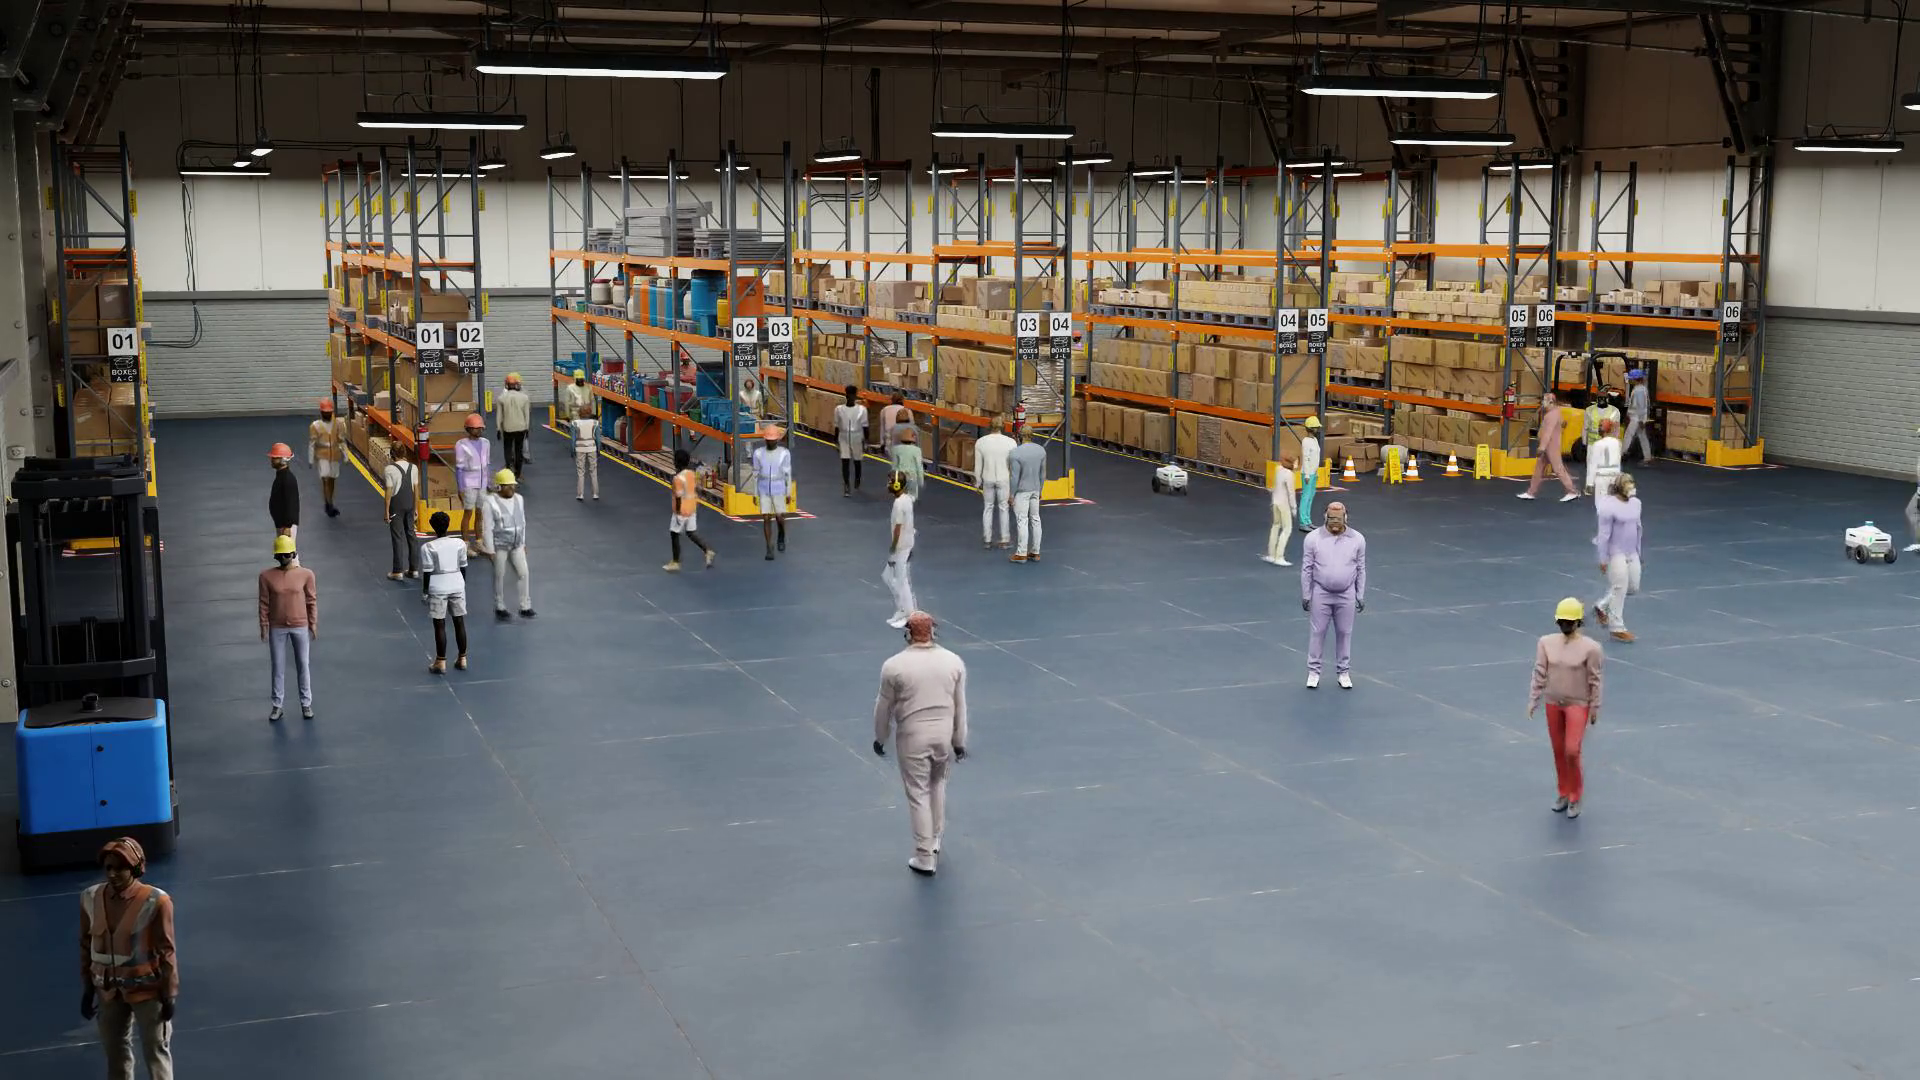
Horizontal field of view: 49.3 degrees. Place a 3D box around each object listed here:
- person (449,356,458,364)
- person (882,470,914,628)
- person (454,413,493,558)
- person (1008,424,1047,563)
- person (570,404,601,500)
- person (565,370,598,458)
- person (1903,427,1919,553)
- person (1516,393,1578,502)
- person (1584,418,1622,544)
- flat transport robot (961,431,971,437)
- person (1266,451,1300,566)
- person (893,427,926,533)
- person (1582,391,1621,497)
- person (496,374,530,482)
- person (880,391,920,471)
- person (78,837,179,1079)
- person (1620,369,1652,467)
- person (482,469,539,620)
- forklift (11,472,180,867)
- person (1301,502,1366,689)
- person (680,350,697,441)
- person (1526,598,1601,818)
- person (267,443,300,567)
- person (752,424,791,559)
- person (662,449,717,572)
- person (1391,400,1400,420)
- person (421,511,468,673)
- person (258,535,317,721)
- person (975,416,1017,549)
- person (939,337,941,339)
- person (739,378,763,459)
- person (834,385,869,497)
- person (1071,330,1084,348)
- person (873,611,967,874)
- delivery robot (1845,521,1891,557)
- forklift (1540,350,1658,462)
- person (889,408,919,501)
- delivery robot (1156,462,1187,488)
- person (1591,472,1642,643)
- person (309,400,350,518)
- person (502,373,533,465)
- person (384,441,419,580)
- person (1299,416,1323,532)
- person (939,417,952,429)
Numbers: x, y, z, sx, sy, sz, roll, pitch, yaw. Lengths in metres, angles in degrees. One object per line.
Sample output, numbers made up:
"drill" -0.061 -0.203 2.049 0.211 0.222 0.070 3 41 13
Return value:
"person" -12.236 -3.854 50.774 0.538 1.869 0.313 -4 10 -26
"person" -0.729 0.102 24.458 0.520 1.851 0.570 1 9 5
"person" -6.866 -0.780 29.710 0.396 2.038 0.614 6 10 35
"person" 0.919 -0.657 29.226 0.632 1.940 0.372 -7 11 -40
"person" -6.409 -1.503 35.866 0.525 1.636 0.307 -3 9 -18
"person" -7.623 -2.546 42.353 0.590 1.777 0.938 -7 11 -38
"person" 13.771 -0.753 29.953 0.569 1.906 0.624 7 11 40
"person" 10.073 -1.578 35.664 1.013 1.861 0.656 1 9 10
"person" 9.461 -0.863 30.849 0.578 1.871 0.426 -7 11 -39
"flat transport robot" -0.486 -2.262 45.604 1.431 0.197 0.652 0 9 0
"person" 4.487 -0.462 29.060 0.347 1.597 0.654 -2 9 -15
"person" -0.774 -0.907 31.968 0.500 1.621 0.346 7 11 38
"person" 11.114 -1.674 36.327 0.635 1.842 0.429 2 9 16
"person" -8.214 -2.057 38.500 0.619 1.963 0.511 -2 9 -16
"person" -1.040 -1.662 36.268 0.642 1.826 0.501 6 10 34
"person" -4.183 2.293 10.575 0.516 1.637 0.313 2 9 11
"person" 13.069 -2.373 40.823 0.991 1.893 0.606 3 9 16
"person" -5.311 0.069 24.806 0.763 1.806 0.625 8 12 43
"forklift" -6.630 0.886 15.957 1.129 2.768 1.873 -3 9 -21
"person" 3.789 0.559 21.233 0.651 1.904 0.401 0 9 3
"person" -5.968 -3.152 45.672 0.623 1.992 0.397 -3 9 -21
"person" 4.798 1.326 16.662 0.535 1.748 0.582 7 11 40
"person" -8.422 -0.216 26.092 0.376 1.996 0.621 -5 10 -28
"person" -2.651 -0.690 29.521 0.543 1.915 0.502 0 9 3
"person" -3.687 -0.399 28.345 0.704 1.678 0.536 3 9 21
"person" 9.974 -3.420 48.337 0.483 1.737 0.320 8 11 42
"person" -5.424 0.540 22.049 0.530 1.696 0.321 -7 11 -41
"person" -6.381 0.828 19.899 0.533 1.768 0.310 -2 9 -15
"person" 0.534 -0.841 30.455 0.635 1.936 0.356 2 9 14
"person" -0.525 -4.218 53.152 0.953 1.882 0.611 0 9 -3
"person" -4.255 -2.491 42.497 0.514 1.629 0.585 -2 9 -13
"person" -1.894 -1.754 36.538 0.615 1.940 0.733 0 9 1
"person" 3.110 -4.582 55.394 0.365 1.939 0.542 2 9 11
"person" -0.314 1.455 15.401 0.640 1.869 0.847 -4 9 -24
"delivery robot" 12.749 -0.018 29.391 0.477 0.478 0.707 -1 8 -5
"forklift" 12.897 -2.725 42.309 2.313 2.155 1.214 -3 9 -21
"person" -0.921 -1.407 35.312 0.509 1.613 0.484 -3 9 -20
"delivery robot" 3.726 -1.134 36.827 0.477 0.478 0.707 -3 9 -17
"person" 7.440 0.175 23.734 0.651 1.925 0.604 -6 10 -35
"person" -10.204 -1.326 33.874 0.587 1.885 0.998 -6 10 -33
"person" -8.646 -2.353 41.000 0.626 1.795 0.852 -5 10 -31
"person" -7.426 -0.401 27.860 0.331 1.841 0.505 7 11 40
"person" 5.404 -1.017 32.198 0.313 1.768 0.533 4 9 25
"person" -0.466 -3.334 47.317 0.581 1.867 0.532 -7 11 -38
